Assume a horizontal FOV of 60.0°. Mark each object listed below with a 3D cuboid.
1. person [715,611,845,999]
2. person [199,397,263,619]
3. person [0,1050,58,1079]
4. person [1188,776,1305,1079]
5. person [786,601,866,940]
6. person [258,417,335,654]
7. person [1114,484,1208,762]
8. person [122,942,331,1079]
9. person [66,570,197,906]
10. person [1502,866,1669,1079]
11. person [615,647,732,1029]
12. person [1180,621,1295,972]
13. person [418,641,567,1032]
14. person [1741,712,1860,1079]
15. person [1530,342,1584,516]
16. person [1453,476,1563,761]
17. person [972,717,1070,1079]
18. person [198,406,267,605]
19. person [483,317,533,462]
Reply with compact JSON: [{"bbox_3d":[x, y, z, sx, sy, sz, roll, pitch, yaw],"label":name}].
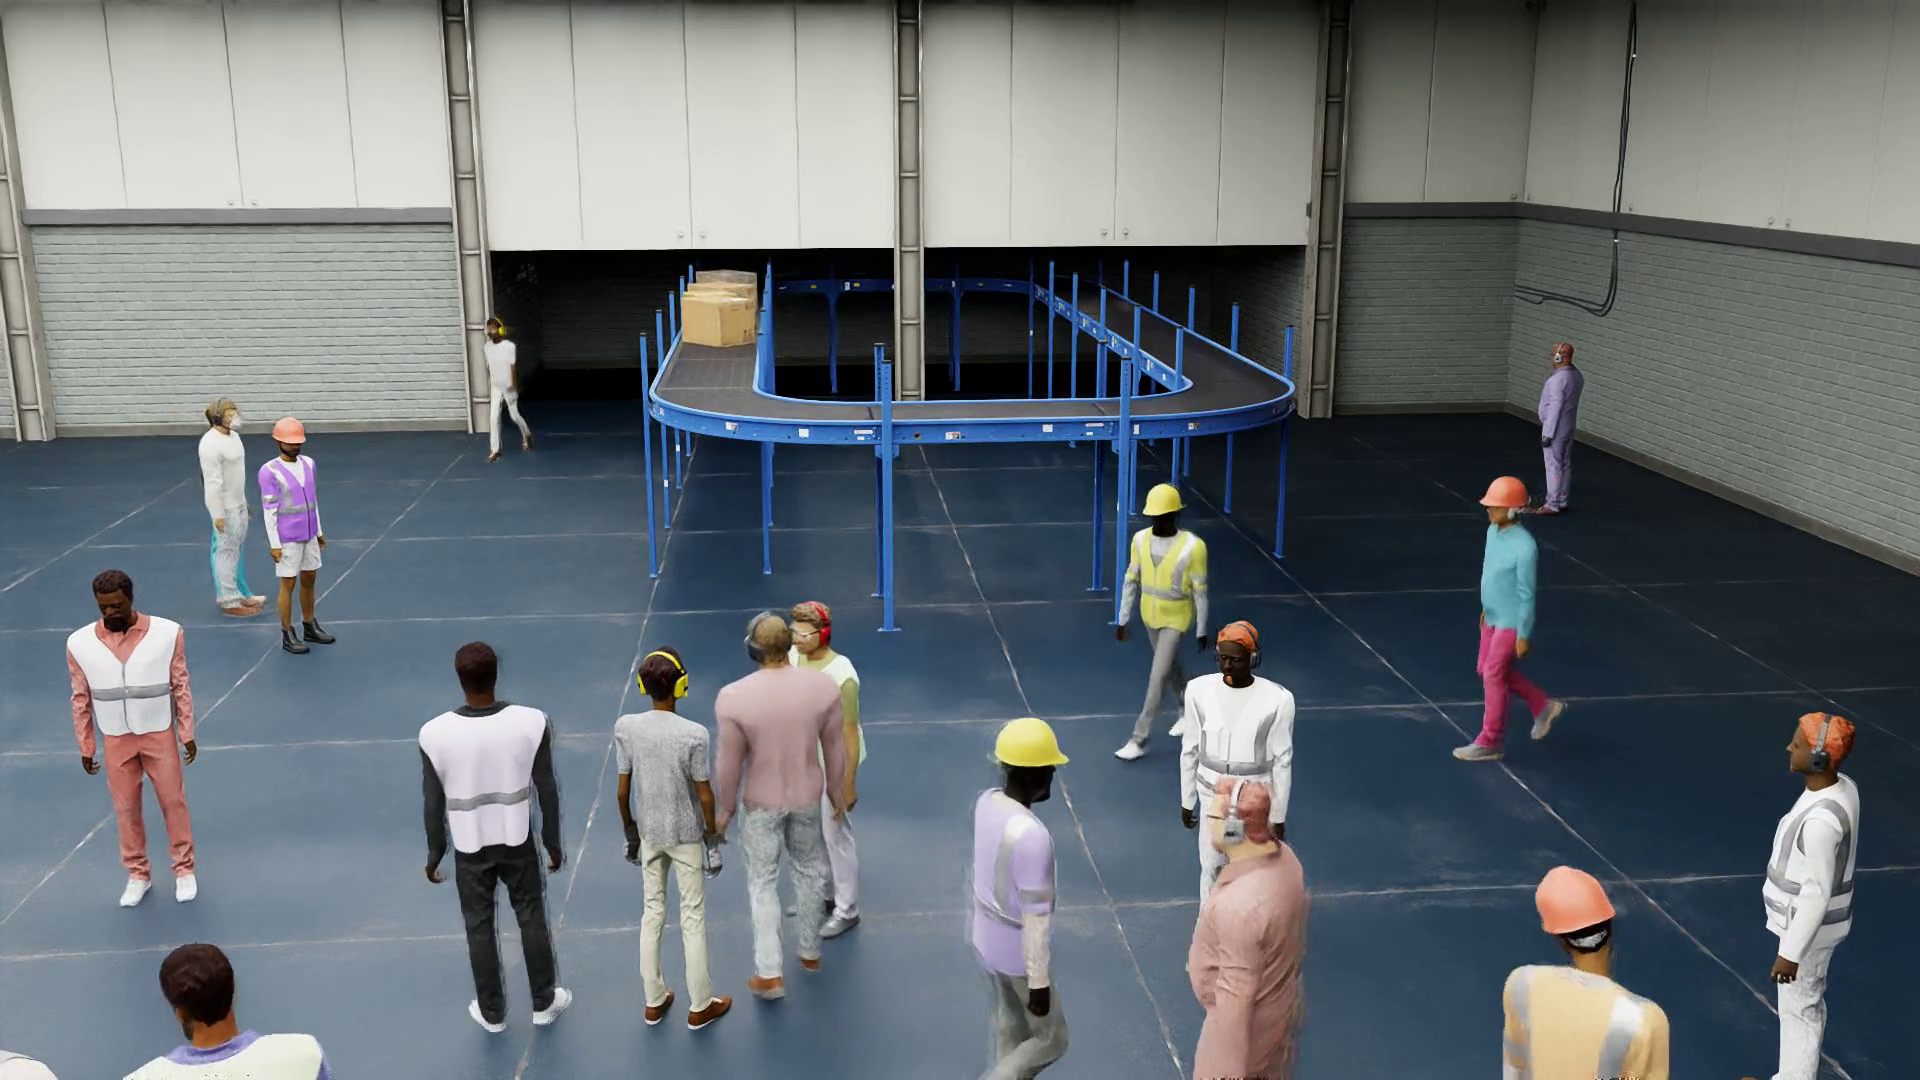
[{"bbox_3d":[-0.880,1.289,8.231,0.645,1.949,0.416,-6,15,-21],"label":"person"},{"bbox_3d":[-6.381,-0.288,14.516,0.356,1.937,0.635,-1,14,-6],"label":"person"},{"bbox_3d":[-2.865,2.066,4.888,0.683,2.000,0.538,-2,14,-7],"label":"person"},{"bbox_3d":[0.977,1.796,6.307,0.659,1.892,0.669,7,16,27],"label":"person"},{"bbox_3d":[-0.711,1.195,8.801,0.406,1.833,0.572,-10,17,-35],"label":"person"},{"bbox_3d":[-5.395,-0.048,13.557,0.355,1.934,0.553,6,15,23],"label":"person"},{"bbox_3d":[1.385,0.528,11.388,0.611,1.872,1.013,14,19,43],"label":"person"},{"bbox_3d":[-2.157,2.093,5.078,0.665,1.901,0.545,-5,15,-20],"label":"person"},{"bbox_3d":[-4.523,1.071,9.146,0.599,1.908,0.405,-4,15,-17],"label":"person"},{"bbox_3d":[1.986,2.010,5.419,0.381,1.903,0.632,-10,17,-36],"label":"person"},{"bbox_3d":[-1.360,1.406,7.869,0.511,1.877,0.329,4,15,15],"label":"person"},{"bbox_3d":[1.366,1.303,8.285,0.568,1.878,0.351,7,16,25],"label":"person"},{"bbox_3d":[-2.171,1.408,7.811,0.657,1.908,0.384,-5,15,-20],"label":"person"},{"bbox_3d":[3.537,1.622,6.985,0.355,1.883,0.573,9,17,31],"label":"person"},{"bbox_3d":[6.562,-1.220,18.310,0.403,1.906,0.651,12,18,40],"label":"person"},{"bbox_3d":[3.744,0.525,11.179,0.694,1.975,0.628,-1,14,-3],"label":"person"},{"bbox_3d":[0.213,1.650,6.808,0.475,1.912,0.622,-5,15,-18],"label":"person"},{"bbox_3d":[-6.520,-0.309,14.788,0.506,1.846,0.348,10,17,34],"label":"person"},{"bbox_3d":[-5.863,-1.977,21.487,0.509,1.841,0.858,4,15,14],"label":"person"}]
